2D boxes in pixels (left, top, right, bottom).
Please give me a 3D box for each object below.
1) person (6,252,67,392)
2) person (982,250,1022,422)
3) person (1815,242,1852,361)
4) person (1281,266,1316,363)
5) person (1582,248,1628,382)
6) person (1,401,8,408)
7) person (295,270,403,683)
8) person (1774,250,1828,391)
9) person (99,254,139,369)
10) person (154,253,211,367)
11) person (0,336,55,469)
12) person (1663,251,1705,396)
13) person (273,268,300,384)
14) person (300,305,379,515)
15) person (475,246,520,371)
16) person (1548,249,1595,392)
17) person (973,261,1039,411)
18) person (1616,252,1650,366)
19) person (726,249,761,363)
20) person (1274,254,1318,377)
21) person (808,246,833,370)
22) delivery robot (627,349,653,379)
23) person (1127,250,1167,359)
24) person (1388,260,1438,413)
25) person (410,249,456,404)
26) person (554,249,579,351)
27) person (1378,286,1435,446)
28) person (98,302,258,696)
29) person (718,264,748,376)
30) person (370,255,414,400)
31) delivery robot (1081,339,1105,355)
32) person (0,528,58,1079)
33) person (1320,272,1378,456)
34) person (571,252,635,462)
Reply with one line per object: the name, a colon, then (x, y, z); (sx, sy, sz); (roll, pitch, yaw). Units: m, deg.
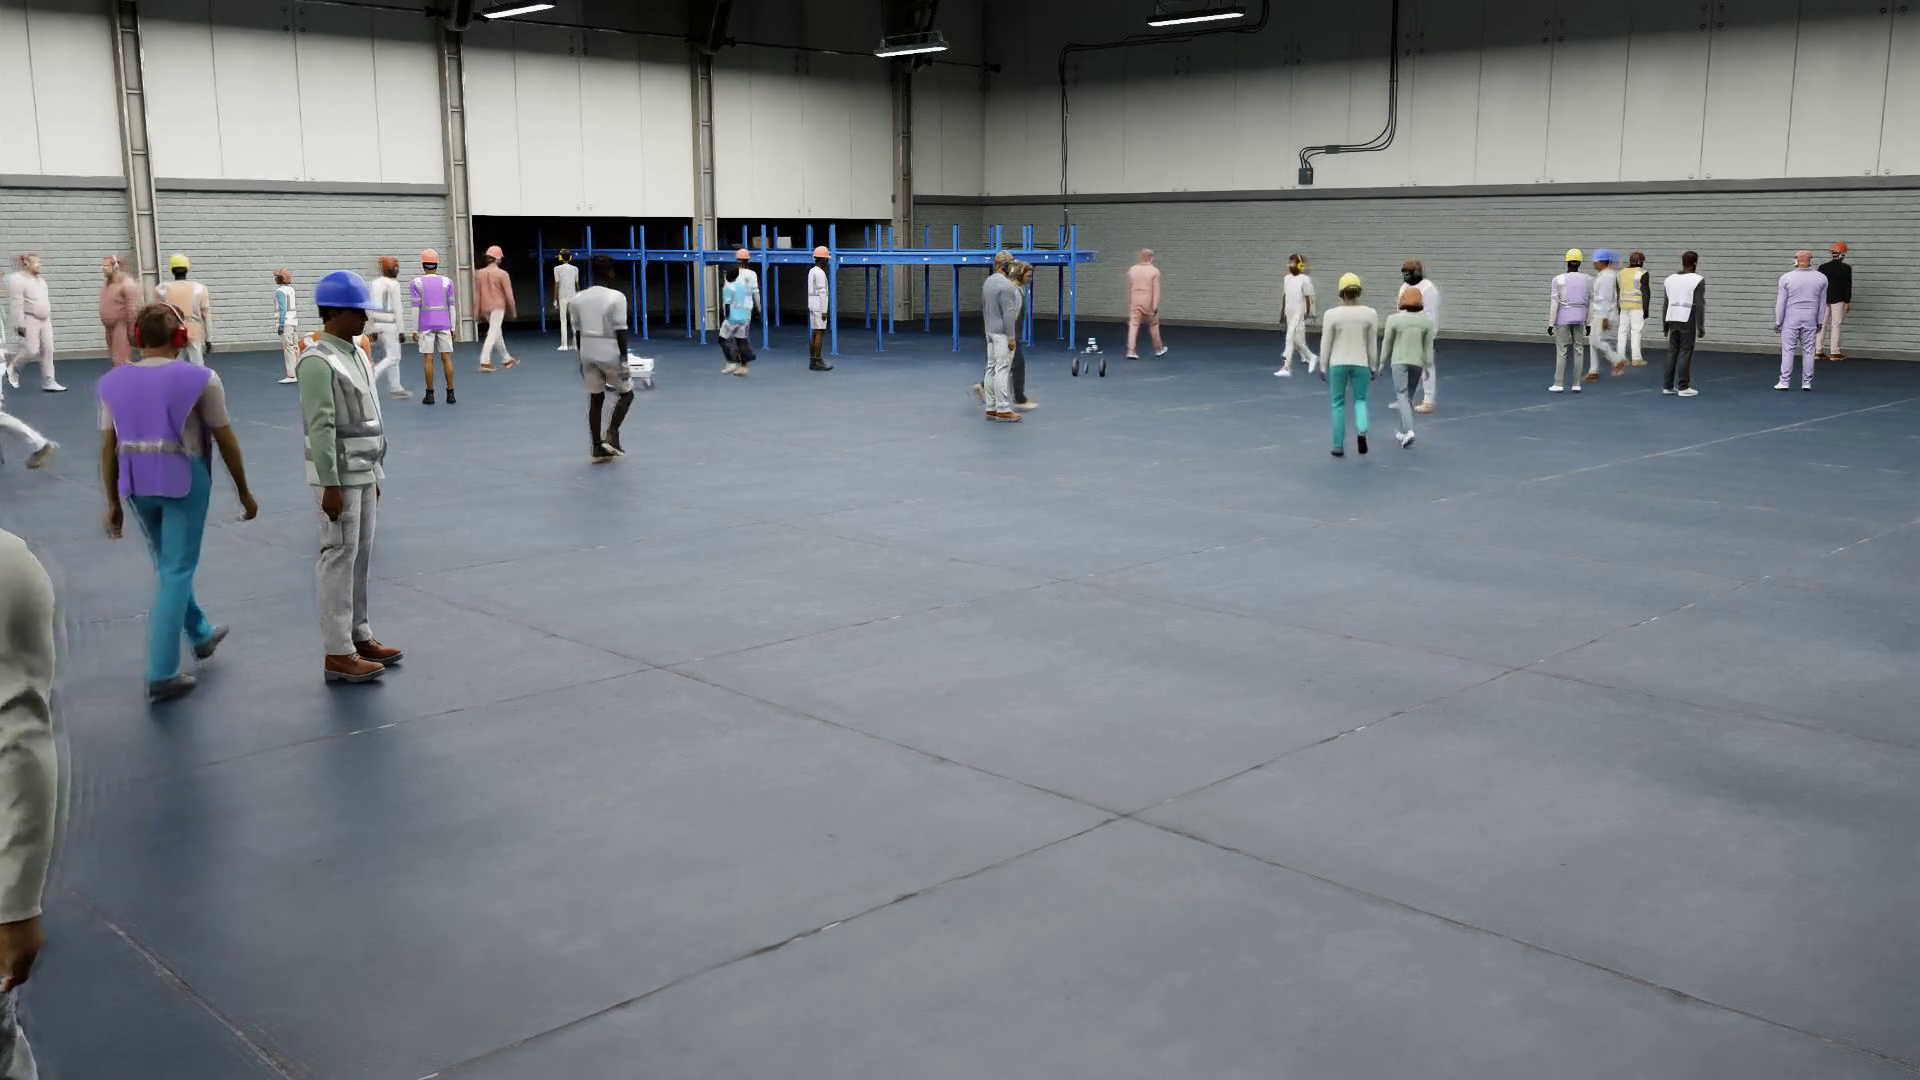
person: (-12.547, -2.945, 22.479); (0.680, 1.887, 0.658); (2, 11, 9)
person: (0.472, -2.342, 19.079); (0.371, 1.939, 0.627); (-4, 11, -23)
person: (14.891, -4.070, 28.344); (0.396, 1.992, 0.622); (-6, 12, -30)
person: (5.588, -3.702, 27.412); (0.829, 1.603, 0.528); (-8, 13, -36)
person: (9.296, -3.237, 23.987); (0.543, 1.930, 0.610); (2, 11, 11)
person: (-12.076, -2.533, 20.420); (0.592, 1.828, 0.404); (3, 11, 16)
person: (-2.939, -0.313, 7.992); (0.397, 1.944, 0.616); (0, 10, -2)
person: (11.487, -3.001, 22.773); (0.639, 1.904, 0.409); (2, 11, 9)
person: (-10.429, -2.621, 20.762); (0.650, 1.886, 0.737); (7, 13, 35)
person: (-9.084, -2.397, 19.476); (0.592, 1.911, 0.608); (-4, 11, -22)
person: (-8.459, -1.475, 14.579); (0.763, 1.861, 0.593); (-8, 13, -38)
person: (9.613, -2.882, 22.114); (0.438, 1.908, 0.599); (-5, 12, -27)
person: (-9.664, -3.072, 23.874); (0.309, 1.639, 0.522); (-1, 10, -4)
person: (-4.657, -1.014, 12.495); (0.540, 1.695, 0.317); (-2, 11, -8)
person: (-7.298, -3.641, 26.178); (0.653, 1.937, 1.043); (5, 12, 27)
person: (8.253, -2.965, 22.501); (0.594, 1.926, 0.367); (0, 10, -2)
person: (0.556, -2.458, 20.087); (0.738, 1.806, 0.591); (1, 10, 5)
person: (11.023, -3.784, 27.209); (0.429, 1.844, 0.623); (-6, 12, -29)
person: (-3.633, -3.912, 27.796); (0.564, 1.889, 1.007); (3, 11, 18)
person: (5.131, -3.425, 25.267); (0.824, 1.843, 0.523); (-5, 12, -27)
person: (-2.202, -3.660, 26.276); (0.374, 1.932, 0.550); (-4, 11, -22)
delivery robot: (-4.602, -2.397, 23.012); (0.707, 0.478, 0.477); (-2, 11, -12)
person: (3.211, -4.066, 28.721); (0.664, 1.854, 1.005); (7, 12, 33)
person: (5.420, -2.432, 19.916); (0.696, 1.805, 0.745); (-4, 11, -21)
person: (-6.648, -2.696, 21.009); (0.543, 1.939, 0.360); (-5, 12, -26)
person: (-7.263, -4.430, 30.675); (0.518, 1.867, 0.340); (-9, 14, -41)
person: (4.557, -1.772, 16.889); (0.502, 1.596, 0.822); (-1, 10, -3)
person: (-3.695, -0.217, 7.903); (0.584, 1.792, 0.976); (1, 10, 6)
person: (-3.435, -3.315, 25.087); (0.500, 1.676, 0.551); (5, 11, 24)
person: (-7.402, -2.713, 21.330); (0.602, 1.867, 0.764); (9, 14, 40)
delivery robot: (2.008, -2.957, 25.361); (0.335, 0.223, 0.698); (3, 11, 14)
person: (-1.929, 0.629, 2.940); (0.650, 1.914, 0.674); (0, 10, 2)
person: (3.705, -1.667, 15.869); (0.544, 1.754, 0.494); (0, 10, 1)
person: (-3.336, -1.714, 15.605); (0.631, 1.947, 0.434); (5, 11, 24)
